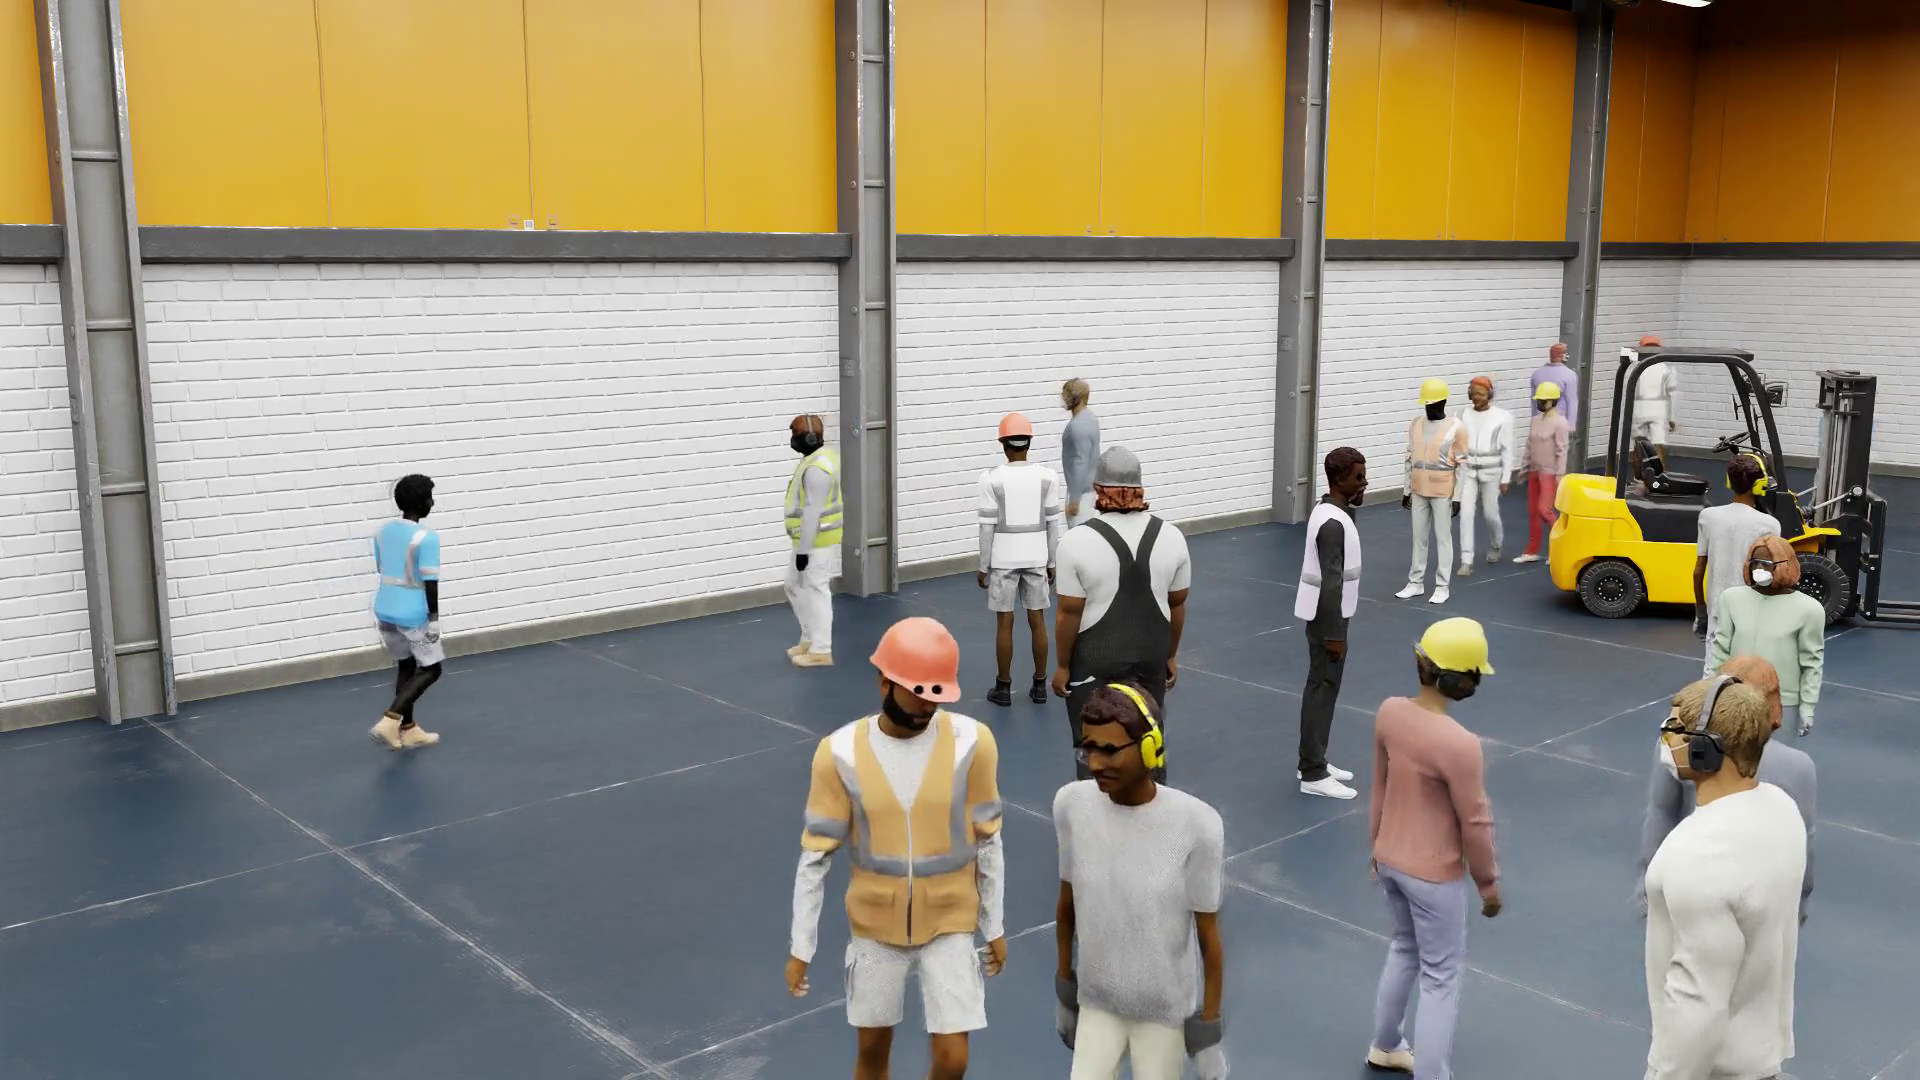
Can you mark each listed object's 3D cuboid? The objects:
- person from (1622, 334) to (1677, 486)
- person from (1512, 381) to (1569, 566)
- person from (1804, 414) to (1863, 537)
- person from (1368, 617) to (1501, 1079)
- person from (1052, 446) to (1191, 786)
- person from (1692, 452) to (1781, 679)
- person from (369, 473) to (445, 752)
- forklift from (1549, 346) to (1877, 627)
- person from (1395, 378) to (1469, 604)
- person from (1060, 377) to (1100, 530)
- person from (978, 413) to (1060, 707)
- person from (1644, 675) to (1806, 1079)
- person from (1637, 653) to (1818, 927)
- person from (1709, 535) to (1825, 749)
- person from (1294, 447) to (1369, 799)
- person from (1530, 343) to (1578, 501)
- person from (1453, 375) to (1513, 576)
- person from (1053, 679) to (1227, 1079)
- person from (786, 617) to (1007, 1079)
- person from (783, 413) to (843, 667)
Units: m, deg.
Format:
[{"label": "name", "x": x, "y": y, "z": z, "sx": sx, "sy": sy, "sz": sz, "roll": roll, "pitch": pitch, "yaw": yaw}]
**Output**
[{"label": "person", "x": 8.415, "y": -1.513, "z": 20.304, "sx": 0.633, "sy": 2.007, "sz": 0.972, "roll": 3, "pitch": 10, "yaw": 15}, {"label": "person", "x": 5.552, "y": -0.633, "z": 15.867, "sx": 0.349, "sy": 1.766, "sz": 0.546, "roll": -2, "pitch": 10, "yaw": -14}, {"label": "person", "x": 9.254, "y": -0.832, "z": 17.513, "sx": 0.507, "sy": 1.596, "sz": 0.874, "roll": -1, "pitch": 10, "yaw": -4}, {"label": "person", "x": 1.607, "y": 1.112, "z": 5.691, "sx": 0.356, "sy": 1.750, "sz": 0.523, "roll": -3, "pitch": 10, "yaw": -17}, {"label": "person", "x": 0.743, "y": 0.548, "z": 8.130, "sx": 0.689, "sy": 2.000, "sz": 0.537, "roll": -3, "pitch": 10, "yaw": -19}, {"label": "person", "x": 4.329, "y": 0.440, "z": 9.265, "sx": 0.328, "sy": 1.872, "sz": 0.514, "roll": -6, "pitch": 12, "yaw": -33}, {"label": "person", "x": -3.273, "y": 0.450, "z": 9.749, "sx": 0.565, "sy": 1.672, "sz": 0.483, "roll": 7, "pitch": 12, "yaw": 34}, {"label": "forklift", "x": 6.109, "y": -0.478, "z": 13.691, "sx": 2.313, "sy": 2.155, "sz": 1.214, "roll": 3, "pitch": 10, "yaw": 16}, {"label": "person", "x": 4.016, "y": -0.419, "z": 14.151, "sx": 0.379, "sy": 1.918, "sz": 0.585, "roll": -8, "pitch": 13, "yaw": -41}, {"label": "person", "x": 1.010, "y": -0.405, "z": 14.009, "sx": 0.355, "sy": 1.936, "sz": 0.635, "roll": 2, "pitch": 10, "yaw": 10}, {"label": "person", "x": 0.373, "y": 0.131, "z": 10.906, "sx": 0.542, "sy": 1.928, "sz": 0.369, "roll": -2, "pitch": 10, "yaw": -13}, {"label": "person", "x": 1.856, "y": 1.284, "z": 4.120, "sx": 0.356, "sy": 1.938, "sz": 0.633, "roll": 9, "pitch": 13, "yaw": 41}, {"label": "person", "x": 2.615, "y": 1.177, "z": 5.671, "sx": 0.531, "sy": 1.612, "sz": 0.529, "roll": 7, "pitch": 12, "yaw": 34}, {"label": "person", "x": 3.835, "y": 0.779, "z": 7.966, "sx": 0.270, "sy": 1.632, "sz": 0.508, "roll": -9, "pitch": 13, "yaw": -43}, {"label": "person", "x": 2.022, "y": 0.438, "z": 9.133, "sx": 0.372, "sy": 1.917, "sz": 0.596, "roll": 2, "pitch": 10, "yaw": 10}, {"label": "person", "x": 7.192, "y": -1.428, "z": 20.093, "sx": 0.404, "sy": 1.908, "sz": 0.644, "roll": -6, "pitch": 11, "yaw": -30}, {"label": "person", "x": 4.891, "y": -0.623, "z": 15.572, "sx": 0.584, "sy": 1.858, "sz": 0.872, "roll": 5, "pitch": 11, "yaw": 29}, {"label": "person", "x": 0.489, "y": 1.268, "z": 4.485, "sx": 0.528, "sy": 1.846, "sz": 0.457, "roll": 4, "pitch": 11, "yaw": 24}, {"label": "person", "x": -0.190, "y": 1.161, "z": 4.913, "sx": 0.656, "sy": 1.909, "sz": 0.505, "roll": 0, "pitch": 10, "yaw": 2}, {"label": "person", "x": -1.096, "y": 0.009, "z": 11.886, "sx": 0.524, "sy": 1.830, "sz": 0.662, "roll": -1, "pitch": 10, "yaw": -6}]
